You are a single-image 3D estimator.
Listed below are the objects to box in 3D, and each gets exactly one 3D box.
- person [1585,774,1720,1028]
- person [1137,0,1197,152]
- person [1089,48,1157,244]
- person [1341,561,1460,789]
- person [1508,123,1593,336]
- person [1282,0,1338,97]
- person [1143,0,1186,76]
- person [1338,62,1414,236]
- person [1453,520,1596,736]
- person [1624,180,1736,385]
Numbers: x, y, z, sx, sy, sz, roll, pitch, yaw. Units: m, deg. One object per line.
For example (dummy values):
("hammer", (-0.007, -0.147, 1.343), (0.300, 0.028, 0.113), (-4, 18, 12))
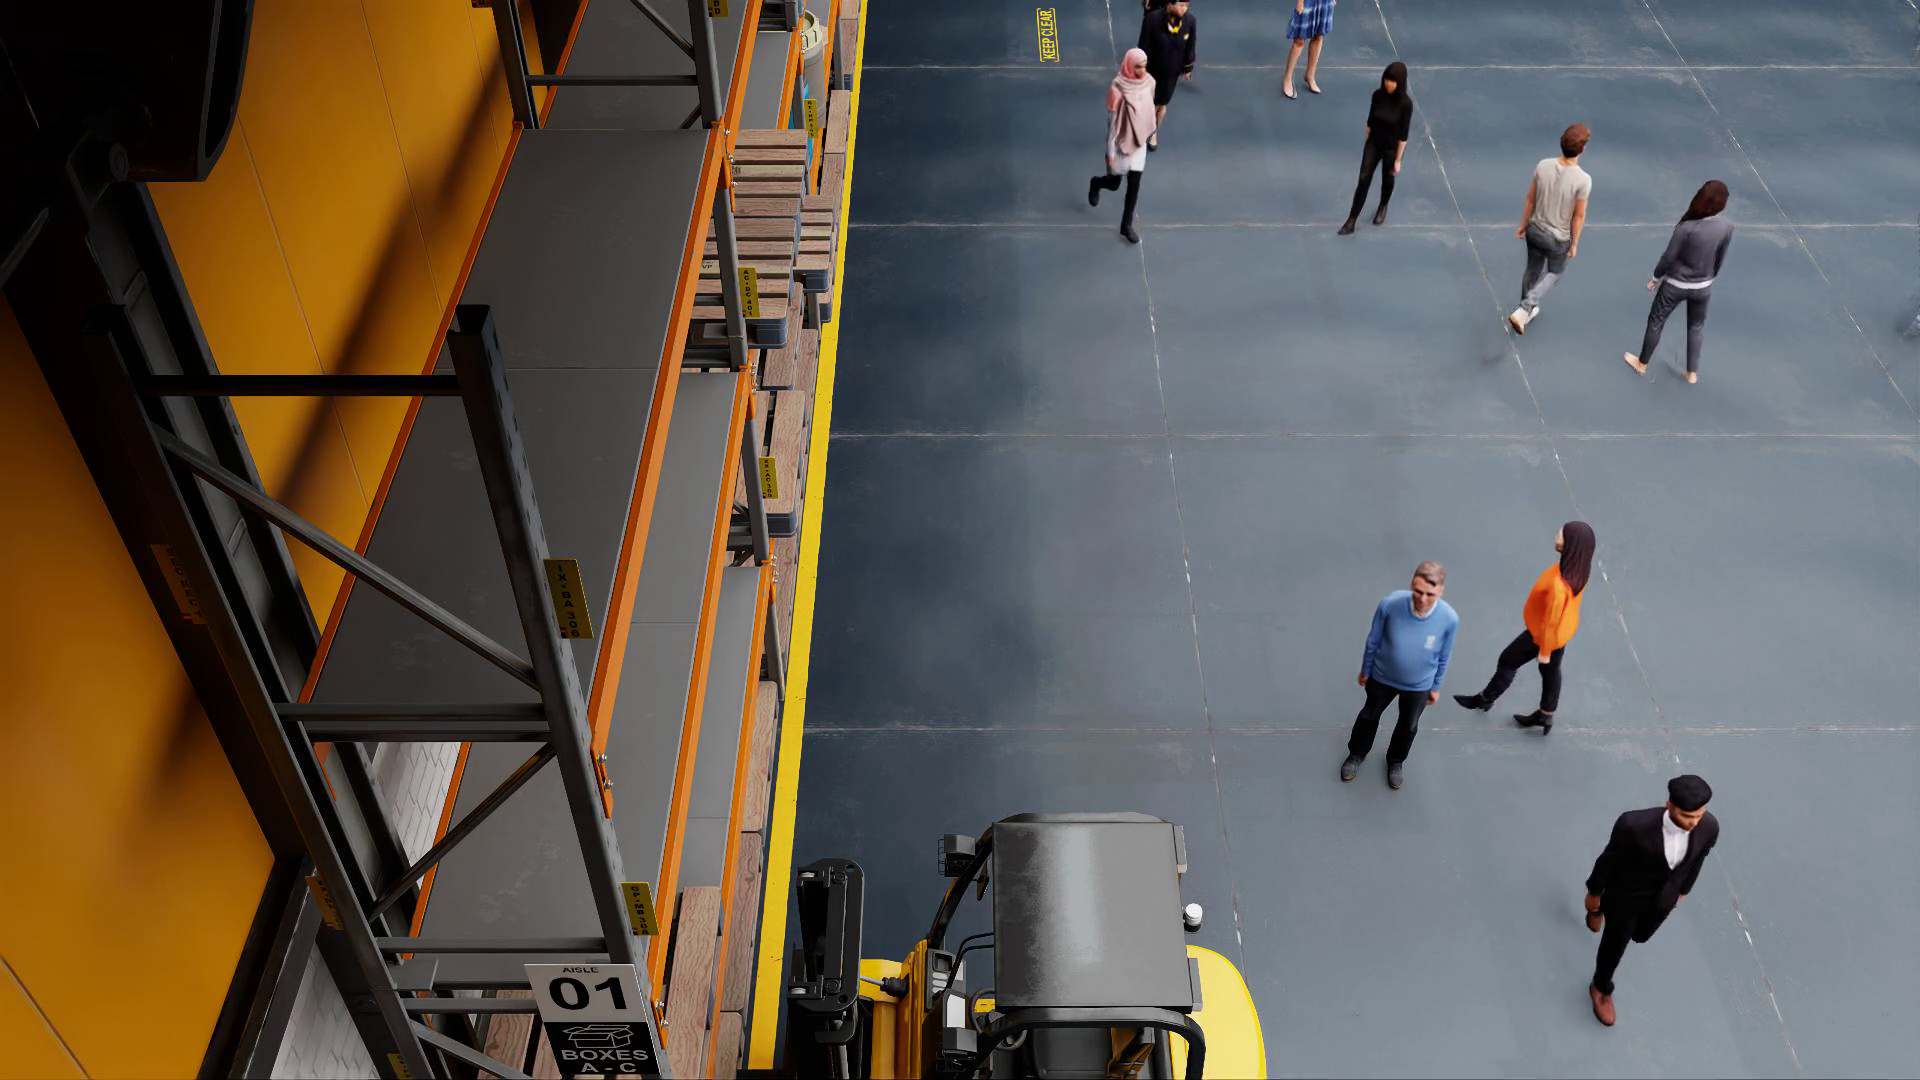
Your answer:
("person", (3.652, 1.814, 8.986), (0.691, 1.864, 0.979), (0, 44, 0))
("person", (1.914, -4.494, 15.756), (0.742, 1.658, 0.672), (-2, 44, -2))
("person", (1.412, -3.503, 14.624), (0.882, 1.785, 1.076), (-19, 47, -18))
("person", (2.685, 0.795, 10.087), (0.716, 1.820, 0.675), (12, 45, 12))
("person", (4.726, -2.449, 13.448), (0.979, 1.882, 1.045), (33, 53, 30))
("person", (3.507, -5.276, 16.469), (0.757, 1.808, 0.754), (-21, 48, -21))
("person", (2.106, -5.490, 16.755), (0.933, 1.724, 1.091), (-25, 49, -24))
("person", (3.810, -3.514, 14.758), (0.945, 1.617, 1.072), (26, 49, 25))
("person", (3.750, 0.609, 10.350), (0.956, 1.728, 0.929), (26, 50, 25))
("person", (5.727, -2.022, 13.082), (0.746, 1.768, 0.728), (-7, 44, -7))
